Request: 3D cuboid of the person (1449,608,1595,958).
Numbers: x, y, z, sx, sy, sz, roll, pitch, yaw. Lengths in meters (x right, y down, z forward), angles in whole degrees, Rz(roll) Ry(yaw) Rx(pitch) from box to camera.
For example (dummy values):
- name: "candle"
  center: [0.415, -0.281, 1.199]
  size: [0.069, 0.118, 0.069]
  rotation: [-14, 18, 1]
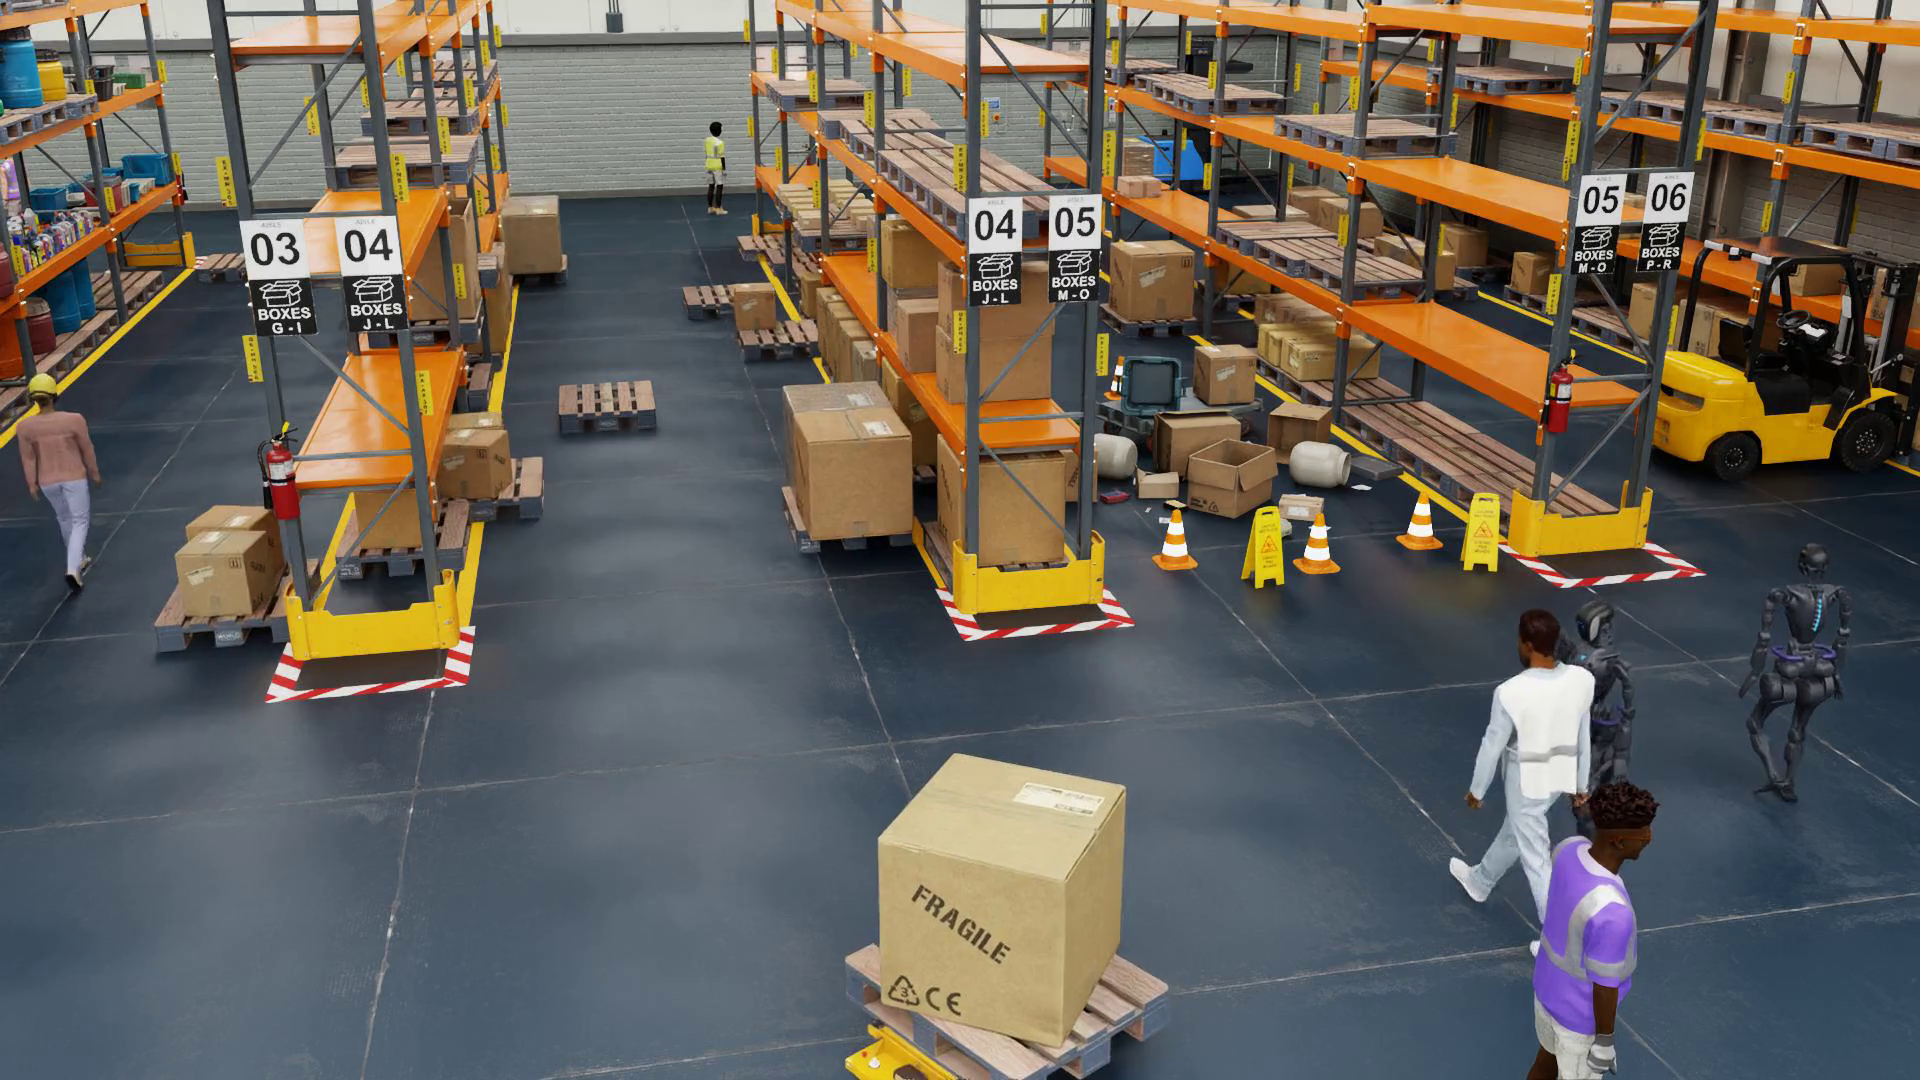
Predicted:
- name: "person"
  center: [2.939, 1.234, 8.599]
  size: [0.602, 1.849, 1.044]
  rotation: [-9, 22, -23]

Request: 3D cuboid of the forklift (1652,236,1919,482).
- name: "forklift"
  center: [8.013, -1.814, 16.330]
  size: [2.313, 2.155, 1.214]
  rotation: [-4, 21, -12]

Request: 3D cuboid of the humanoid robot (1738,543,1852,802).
- name: "humanoid robot"
  center: [5.049, 0.805, 10.005]
  size: [0.610, 1.644, 0.377]
  rotation: [-1, 20, -2]

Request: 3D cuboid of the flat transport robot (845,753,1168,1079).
- name: "flat transport robot"
  center: [0.224, 2.324, 7.945]
  size: [1.431, 0.231, 0.659]
  rotation: [-17, 26, -39]

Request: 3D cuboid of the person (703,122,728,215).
- name: "person"
  center: [-4.476, -6.813, 30.512]
  size: [0.539, 1.685, 0.324]
  rotation: [18, 27, 39]

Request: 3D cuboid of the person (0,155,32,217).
- name: "person"
  center: [-15.369, -5.563, 27.148]
  size: [0.352, 1.688, 0.489]
  rotation: [11, 23, 27]

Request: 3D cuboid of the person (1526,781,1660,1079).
- name: "person"
  center: [2.536, 1.860, 6.780]
  size: [0.370, 1.958, 0.596]
  rotation: [0, 20, 0]

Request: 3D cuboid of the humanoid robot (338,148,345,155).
- name: "humanoid robot"
  center: [-9.995, -5.608, 27.327]
  size: [0.751, 1.621, 0.610]
  rotation: [6, 21, 15]

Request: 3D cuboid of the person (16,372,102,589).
- name: "person"
  center: [-7.245, -0.481, 13.394]
  size: [0.520, 1.732, 0.820]
  rotation: [-4, 21, -10]

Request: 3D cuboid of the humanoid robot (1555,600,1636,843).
- name: "humanoid robot"
  center: [3.522, 1.090, 9.262]
  size: [0.513, 1.631, 0.586]
  rotation: [-11, 23, -28]

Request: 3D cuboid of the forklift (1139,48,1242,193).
- name: "forklift"
  center: [4.566, -8.313, 32.860]
  size: [1.873, 2.768, 1.129]
  rotation: [-4, 21, -12]
